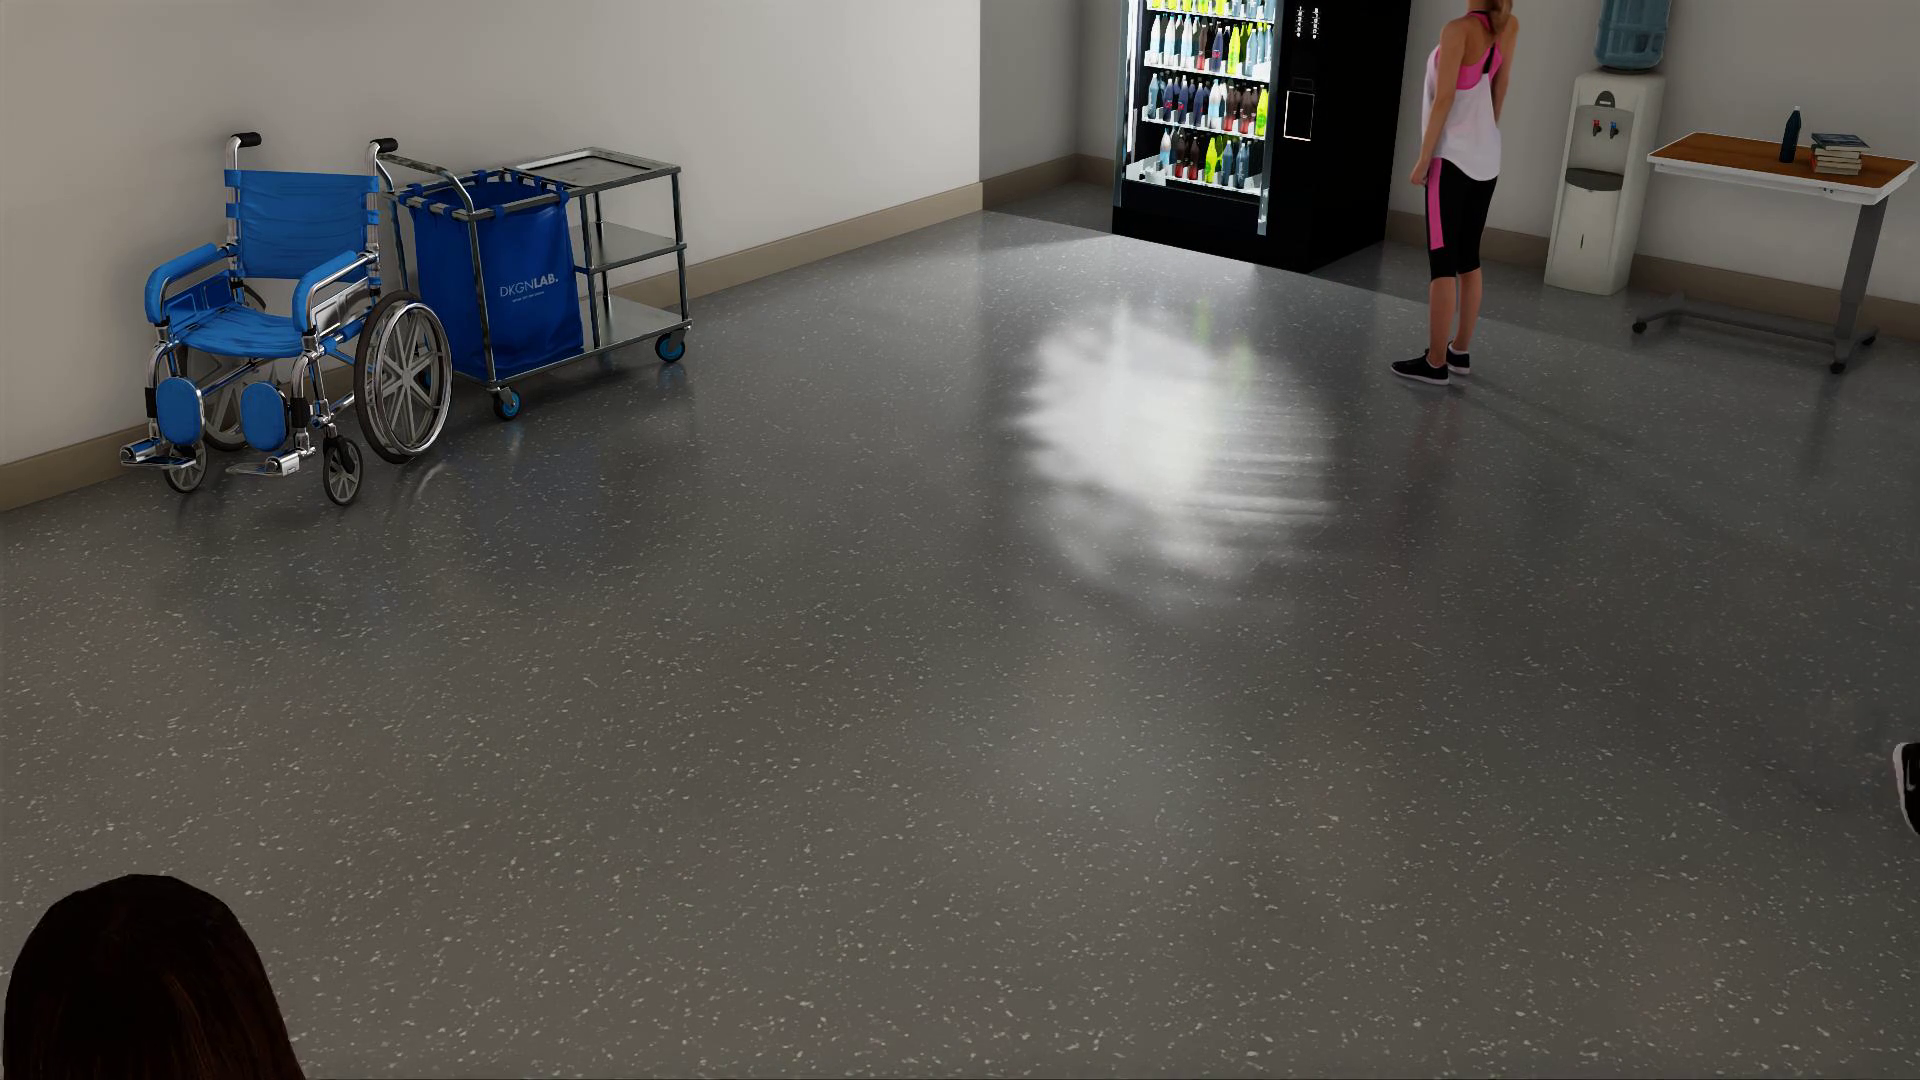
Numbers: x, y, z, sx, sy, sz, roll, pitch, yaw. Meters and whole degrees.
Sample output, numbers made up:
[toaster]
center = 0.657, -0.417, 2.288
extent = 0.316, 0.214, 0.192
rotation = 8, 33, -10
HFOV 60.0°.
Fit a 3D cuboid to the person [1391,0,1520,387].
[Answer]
[person]
center = 2.039, -1.514, 6.741
extent = 0.648, 1.786, 0.585
rotation = -19, 31, -34
